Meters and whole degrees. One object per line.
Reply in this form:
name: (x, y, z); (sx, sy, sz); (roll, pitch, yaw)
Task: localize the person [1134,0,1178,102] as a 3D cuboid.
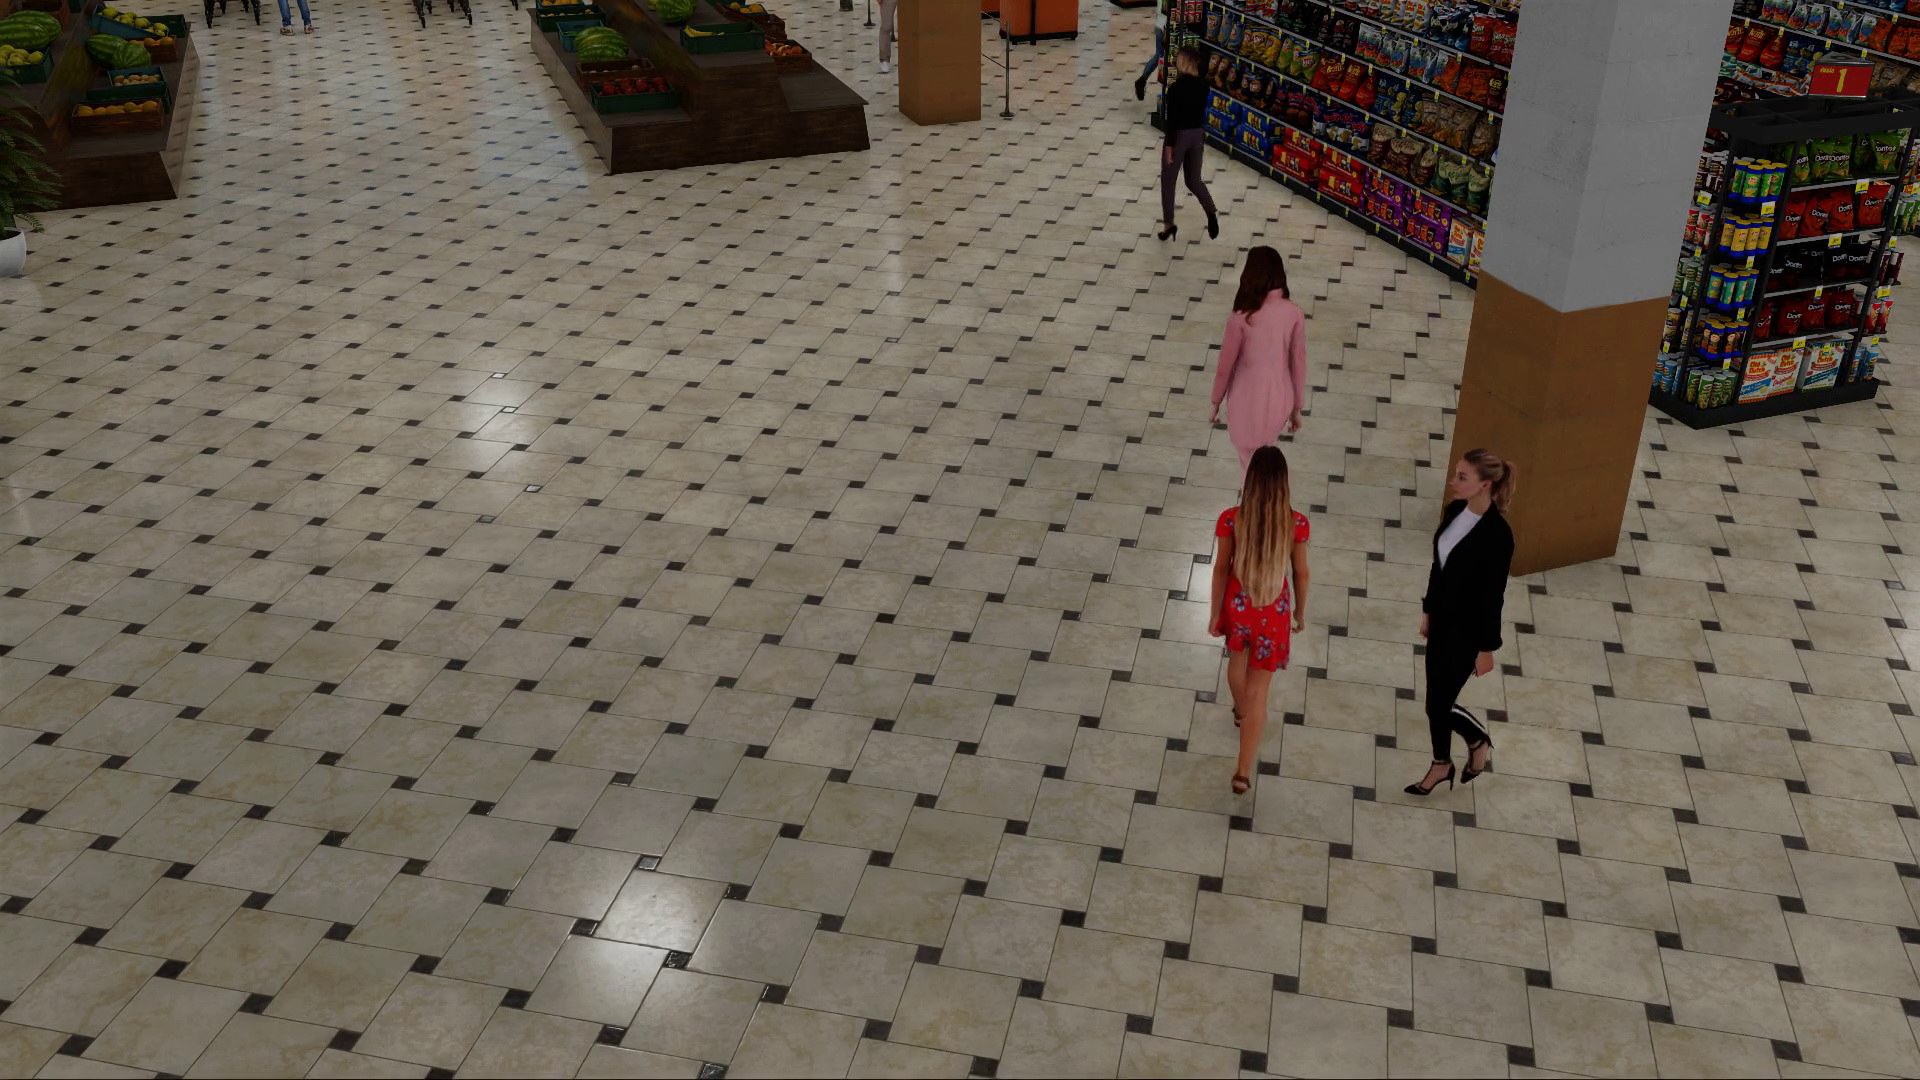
person: (2.225, -5.572, 18.107); (0.876, 1.622, 1.028); (-23, 36, -35)

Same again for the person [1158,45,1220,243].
person: (1.919, -3.225, 13.772); (0.702, 1.655, 0.947); (-17, 33, -28)

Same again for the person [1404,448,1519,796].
person: (2.208, 0.394, 7.111); (0.704, 1.687, 0.607); (-8, 30, -14)

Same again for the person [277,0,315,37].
person: (-8.656, -7.443, 21.241); (0.711, 1.902, 0.623); (-16, 32, -26)

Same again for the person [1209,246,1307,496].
person: (1.638, -0.660, 8.946); (0.730, 1.778, 0.871); (-4, 29, -8)

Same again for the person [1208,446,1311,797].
person: (1.288, 0.382, 7.272); (0.964, 1.554, 1.150); (6, 29, 12)
